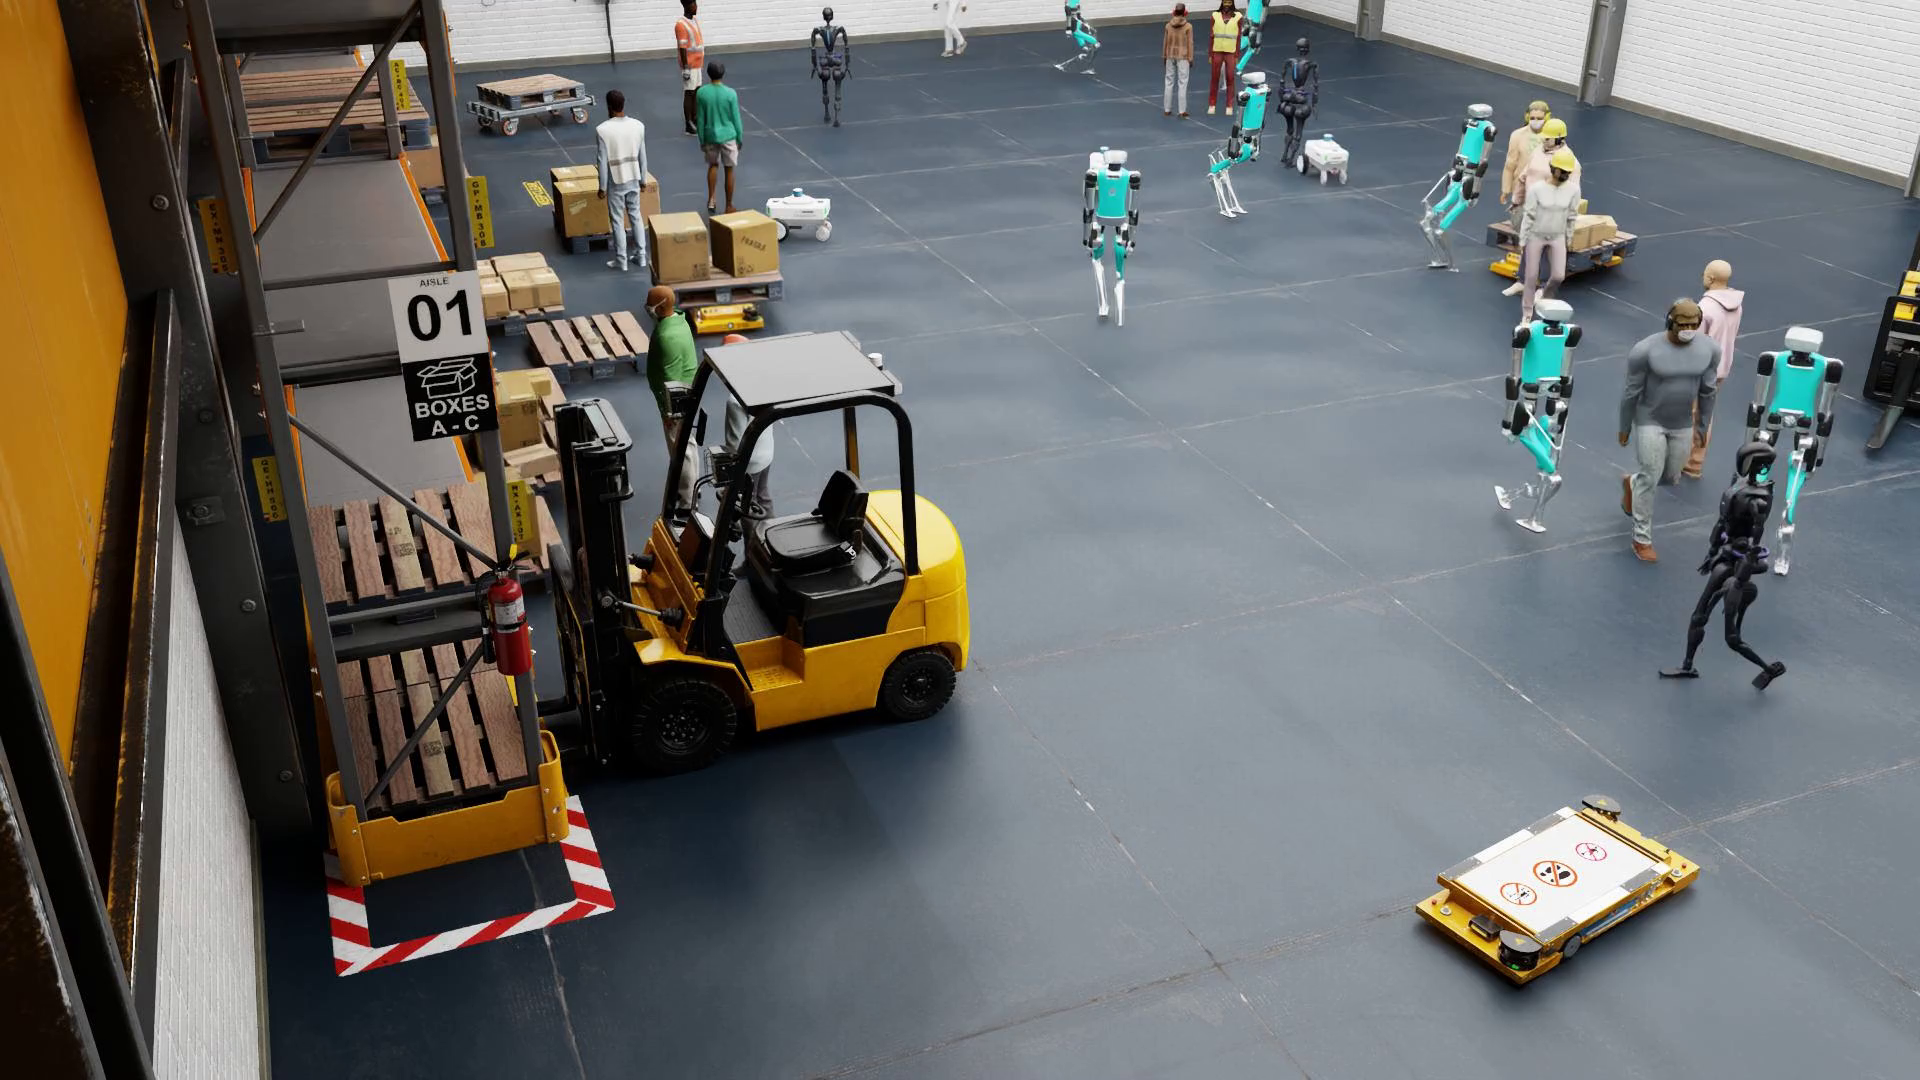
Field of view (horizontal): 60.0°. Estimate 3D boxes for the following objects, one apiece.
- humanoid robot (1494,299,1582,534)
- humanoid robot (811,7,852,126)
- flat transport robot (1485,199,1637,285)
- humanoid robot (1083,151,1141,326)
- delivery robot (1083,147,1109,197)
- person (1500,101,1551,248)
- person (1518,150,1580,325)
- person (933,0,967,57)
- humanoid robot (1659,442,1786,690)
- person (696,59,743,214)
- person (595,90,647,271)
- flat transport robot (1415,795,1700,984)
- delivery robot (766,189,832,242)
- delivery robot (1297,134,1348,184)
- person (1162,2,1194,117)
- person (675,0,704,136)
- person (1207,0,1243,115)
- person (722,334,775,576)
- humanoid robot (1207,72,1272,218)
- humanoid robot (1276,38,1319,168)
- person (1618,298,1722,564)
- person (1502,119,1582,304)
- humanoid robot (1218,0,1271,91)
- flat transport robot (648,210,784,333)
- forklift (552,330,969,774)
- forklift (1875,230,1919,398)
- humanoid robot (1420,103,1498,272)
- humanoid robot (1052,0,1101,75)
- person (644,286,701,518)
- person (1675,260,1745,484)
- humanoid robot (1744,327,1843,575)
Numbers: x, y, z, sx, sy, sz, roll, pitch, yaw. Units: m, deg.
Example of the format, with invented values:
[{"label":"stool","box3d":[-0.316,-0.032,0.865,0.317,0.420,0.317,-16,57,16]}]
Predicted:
[{"label":"humanoid robot","box3d":[4.231,-0.818,11.967,0.563,1.736,0.977,-7,28,-14]},{"label":"humanoid robot","box3d":[-1.865,-6.887,24.129,0.597,1.639,0.655,0,27,0]},{"label":"flat transport robot","box3d":[6.480,-3.045,18.044,1.431,0.231,0.659,-17,32,-31]},{"label":"humanoid robot","box3d":[1.468,-2.954,16.298,0.538,1.843,0.750,2,27,4]},{"label":"delivery robot","box3d":[1.800,-4.598,20.822,0.499,0.601,0.775,1,27,3]},{"label":"person","box3d":[6.000,-3.697,17.570,0.569,1.855,0.558,11,29,21]},{"label":"person","box3d":[5.678,-2.907,16.120,0.556,1.757,0.359,2,27,4]},{"label":"person","box3d":[-0.179,-9.272,28.649,0.424,1.868,0.597,-21,33,-35]},{"label":"humanoid robot","box3d":[4.772,0.172,10.144,0.717,1.657,0.591,2,27,3]},{"label":"person","box3d":[-2.837,-4.741,19.664,0.528,1.837,0.444,4,27,7]},{"label":"person","box3d":[-3.607,-3.847,17.823,0.414,1.907,0.598,23,35,38]},{"label":"flat transport robot","box3d":[3.068,1.757,8.492,1.431,0.231,0.659,-17,31,-31]},{"label":"delivery robot","box3d":[-1.867,-3.720,19.085,0.813,0.609,0.499,1,27,1]},{"label":"delivery robot","box3d":[4.722,-4.944,21.470,0.499,0.564,0.739,-5,27,-10]},{"label":"person","box3d":[3.203,-7.076,24.533,0.471,1.645,0.331,12,29,23]},{"label":"person","box3d":[-3.780,-6.722,23.470,0.361,1.963,0.613,5,27,9]},{"label":"person","box3d":[3.923,-7.220,24.687,0.470,1.765,0.365,6,27,12]},{"label":"person","box3d":[-1.481,-0.586,11.514,0.352,1.742,0.572,8,28,15]},{"label":"humanoid robot","box3d":[3.196,-4.646,19.446,0.533,1.677,0.735,-23,34,-37]},{"label":"humanoid robot","box3d":[4.426,-5.740,21.840,0.602,1.638,0.406,20,33,34]},{"label":"person","box3d":[4.984,-0.852,11.861,0.635,1.914,0.796,-1,27,-2]},{"label":"person","box3d":[5.927,-3.341,16.862,0.421,1.861,0.807,-16,31,-29]},{"label":"humanoid robot","box3d":[4.358,-7.741,25.786,1.058,1.738,0.540,-12,29,-22]},{"label":"flat transport robot","box3d":[-2.442,-2.417,16.796,0.659,0.231,1.431,-7,28,-14]},{"label":"forklift","box3d":[-1.094,0.010,9.831,2.313,2.155,1.214,-10,28,-20]},{"label":"forklift","box3d":[9.029,-2.397,14.618,1.214,2.155,2.313,18,32,32]},{"label":"humanoid robot","box3d":[5.256,-3.759,17.818,0.752,1.761,0.545,-7,28,-15]},{"label":"humanoid robot","box3d":[1.978,-8.359,26.989,1.026,1.731,0.546,11,29,21]},{"label":"person","box3d":[-2.120,-1.037,12.375,0.385,1.776,0.546,-2,27,-4]},{"label":"person","box3d":[5.750,-1.287,12.876,0.536,1.774,0.417,-15,30,-27]},{"label":"humanoid robot","box3d":[5.608,-0.493,11.402,0.559,1.820,0.826,13,29,24]}]
